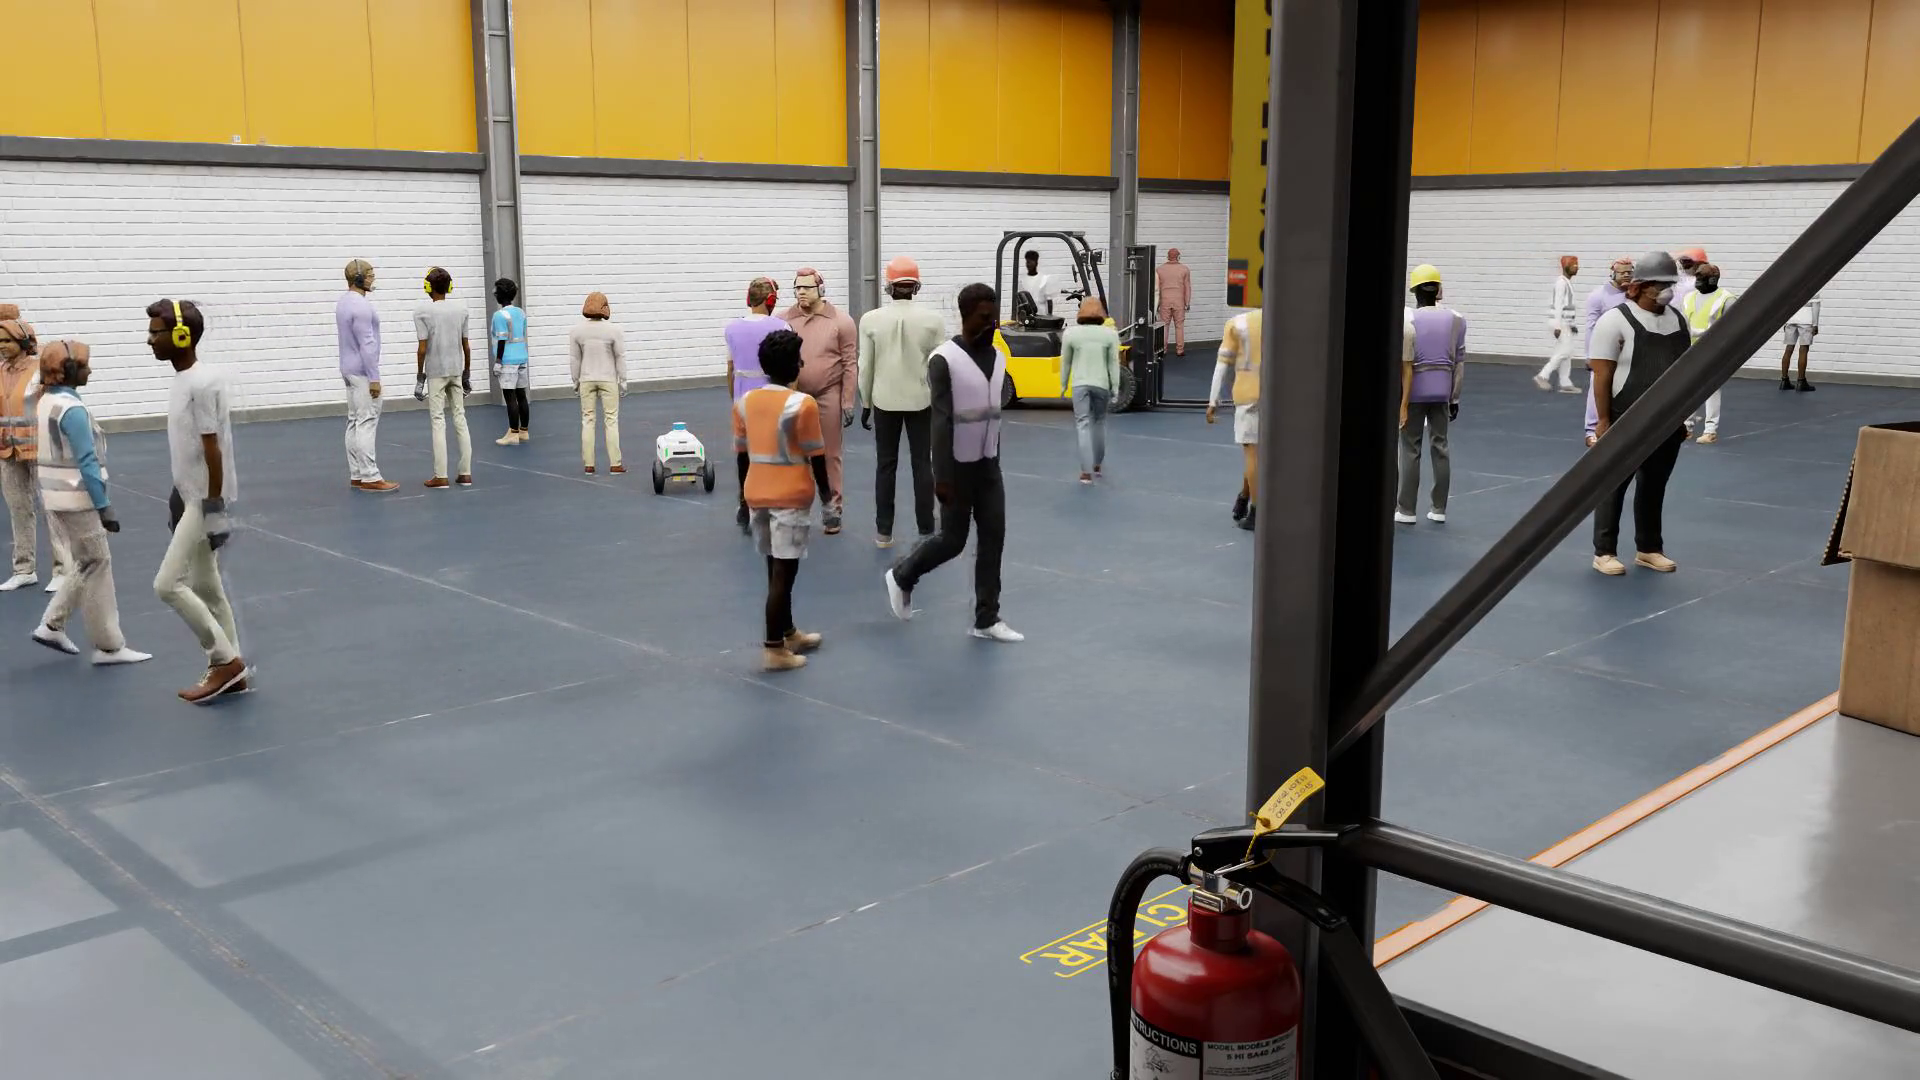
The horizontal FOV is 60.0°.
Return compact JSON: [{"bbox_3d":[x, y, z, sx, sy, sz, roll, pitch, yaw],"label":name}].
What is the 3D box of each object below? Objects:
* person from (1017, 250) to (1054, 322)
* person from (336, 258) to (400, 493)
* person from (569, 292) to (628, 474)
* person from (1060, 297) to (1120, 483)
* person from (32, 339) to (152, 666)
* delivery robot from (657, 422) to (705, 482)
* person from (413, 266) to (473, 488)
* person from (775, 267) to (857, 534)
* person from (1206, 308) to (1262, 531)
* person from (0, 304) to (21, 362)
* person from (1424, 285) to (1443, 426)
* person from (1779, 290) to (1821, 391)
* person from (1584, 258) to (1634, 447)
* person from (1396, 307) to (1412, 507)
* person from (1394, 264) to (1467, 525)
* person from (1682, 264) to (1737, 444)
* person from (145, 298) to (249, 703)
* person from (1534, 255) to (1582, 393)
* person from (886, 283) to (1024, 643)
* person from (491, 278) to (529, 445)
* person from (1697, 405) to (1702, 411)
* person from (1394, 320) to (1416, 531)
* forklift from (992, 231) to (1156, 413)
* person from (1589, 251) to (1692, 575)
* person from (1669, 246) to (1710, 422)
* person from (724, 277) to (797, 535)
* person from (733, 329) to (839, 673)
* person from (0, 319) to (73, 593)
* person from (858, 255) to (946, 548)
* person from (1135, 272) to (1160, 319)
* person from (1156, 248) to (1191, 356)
[{"bbox_3d":[1.082,-3.302,24.505,0.619,1.918,0.988,3,11,16],"label":"person"},{"bbox_3d":[-4.960,-1.360,13.838,0.372,1.940,0.630,-7,13,-35],"label":"person"},{"bbox_3d":[-3.221,-1.394,14.854,0.507,1.632,0.275,0,10,2],"label":"person"},{"bbox_3d":[1.127,-1.328,14.596,0.507,1.591,0.802,-1,10,-5],"label":"person"},{"bbox_3d":[-4.310,-0.169,8.186,0.430,1.632,0.537,-8,13,-38],"label":"person"},{"bbox_3d":[-2.360,-0.748,14.020,0.477,0.478,0.707,-3,11,-15],"label":"delivery robot"},{"bbox_3d":[-4.383,-1.372,14.094,0.325,1.871,0.521,10,14,43],"label":"person"},{"bbox_3d":[-1.063,-0.986,11.888,0.645,1.907,0.400,2,11,12],"label":"person"},{"bbox_3d":[2.140,-1.035,12.219,0.654,1.873,0.886,-1,10,-7],"label":"person"},{"bbox_3d":[-7.833,-1.143,13.630,0.498,1.587,0.884,9,14,41],"label":"person"},{"bbox_3d":[5.294,-2.089,18.658,0.314,1.632,0.527,3,11,18],"label":"person"},{"bbox_3d":[11.561,-2.991,22.846,0.357,1.898,0.550,-5,12,-27],"label":"person"},{"bbox_3d":[6.603,-1.874,16.728,0.648,1.907,0.401,-2,11,-9],"label":"person"},{"bbox_3d":[3.304,-1.198,13.112,0.576,1.882,0.355,3,11,16],"label":"person"},{"bbox_3d":[3.422,-1.066,12.294,0.585,1.918,0.378,-2,11,-10],"label":"person"},{"bbox_3d":[7.649,-1.917,17.144,0.429,1.840,0.634,-6,12,-30],"label":"person"},{"bbox_3d":[-3.493,-0.162,7.546,0.436,1.852,0.549,-6,12,-31],"label":"person"},{"bbox_3d":[8.175,-2.914,22.506,0.537,1.872,0.611,5,12,26],"label":"person"},{"bbox_3d":[-0.010,-0.415,8.810,0.737,1.894,0.602,8,13,37],"label":"person"},{"bbox_3d":[-4.595,-1.814,16.973,0.319,1.697,0.532,2,11,12],"label":"person"},{"bbox_3d":[8.267,-2.389,19.682,1.013,1.848,0.672,0,10,-3],"label":"person"},{"bbox_3d":[3.005,-0.979,12.018,0.508,1.846,0.345,5,12,27],"label":"person"},{"bbox_3d":[1.222,-2.721,20.561,2.313,2.155,1.214,2,11,13],"label":"forklift"},{"bbox_3d":[4.336,-0.795,10.481,0.689,2.000,0.538,-3,11,-16],"label":"person"},{"bbox_3d":[8.097,-2.310,18.797,0.774,2.021,0.631,-1,10,-8],"label":"person"},{"bbox_3d":[-1.399,-0.930,11.768,0.564,1.839,0.390,5,12,27],"label":"person"},{"bbox_3d":[-0.862,-0.200,8.247,0.564,1.692,0.448,9,14,41],"label":"person"},{"bbox_3d":[-5.581,-0.499,9.961,0.525,1.639,0.307,2,11,9],"label":"person"},{"bbox_3d":[-0.381,-0.934,11.352,0.622,1.996,0.370,1,10,3],"label":"person"},{"bbox_3d":[2.901,-3.667,26.456,0.386,1.922,0.594,-7,13,-34],"label":"person"},{"bbox_3d":[3.762,-4.193,29.377,0.651,1.907,0.409,3,11,14],"label":"person"}]
